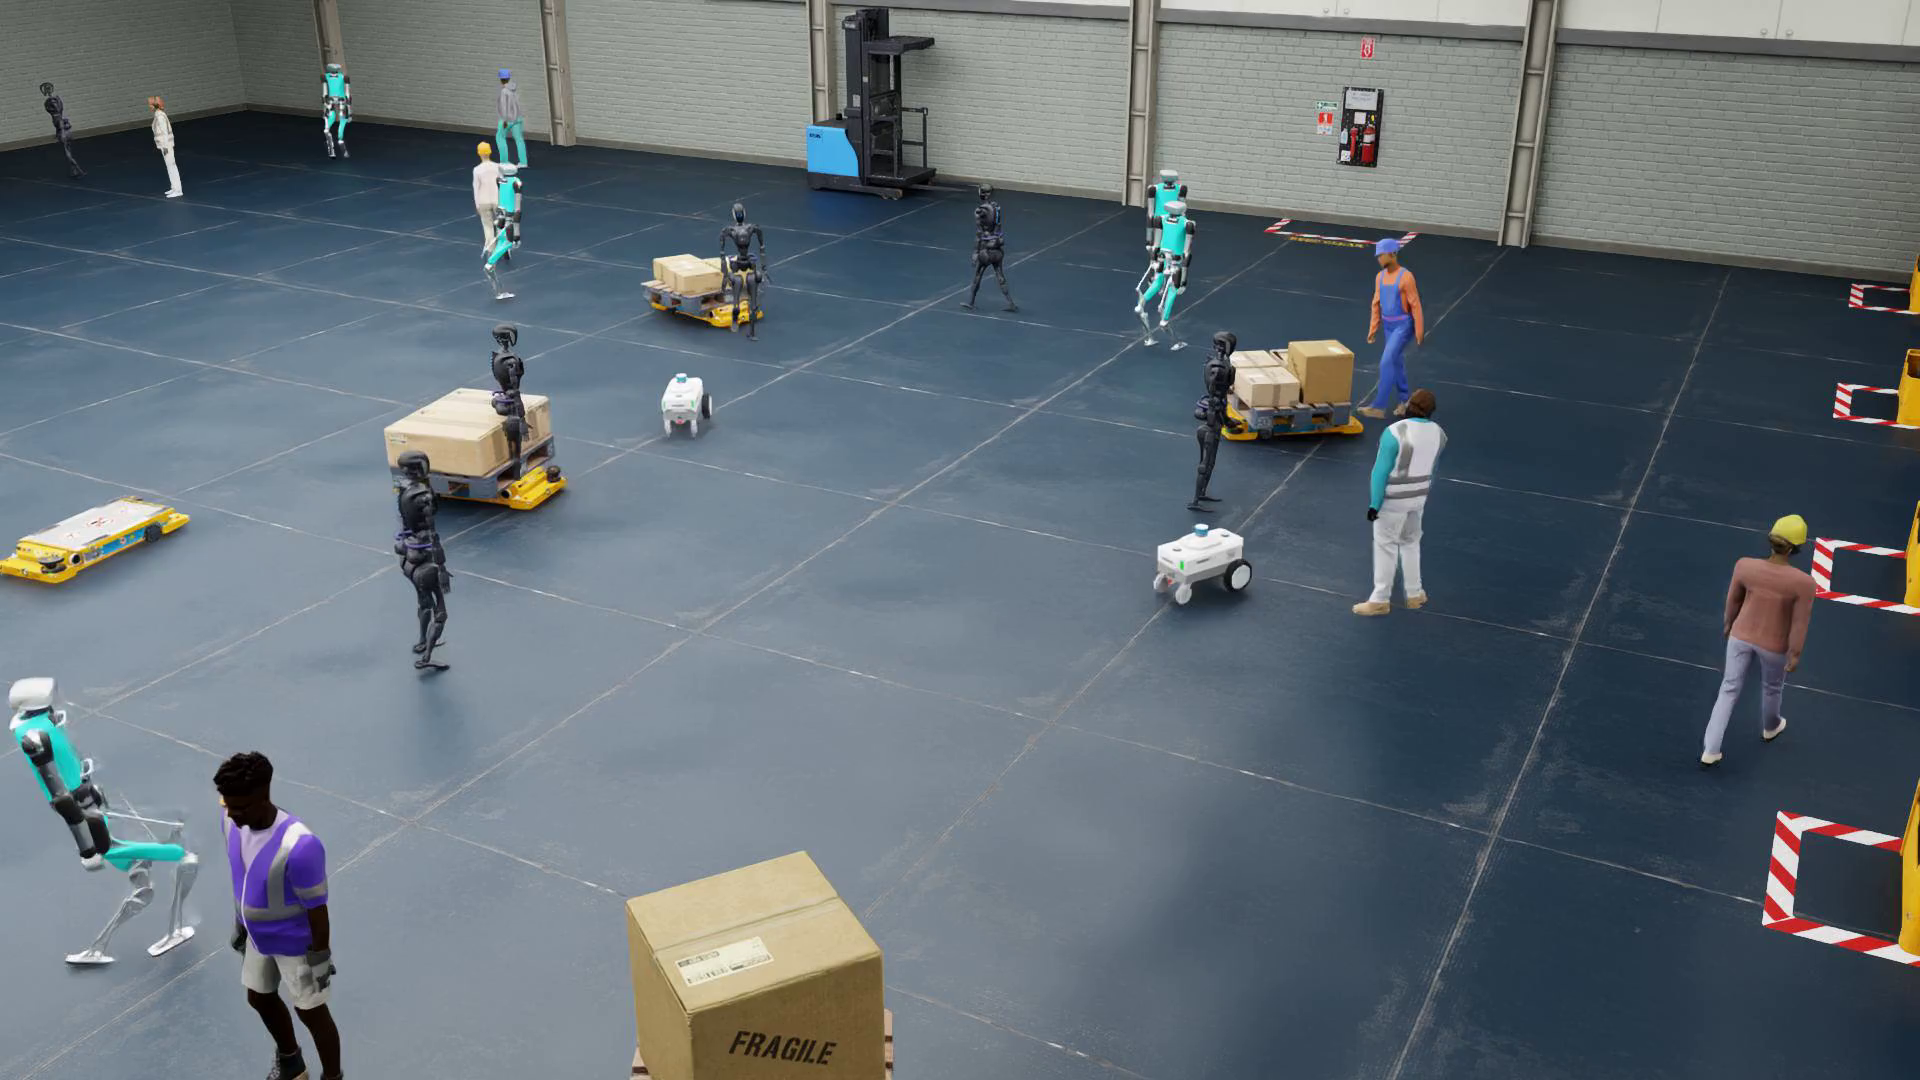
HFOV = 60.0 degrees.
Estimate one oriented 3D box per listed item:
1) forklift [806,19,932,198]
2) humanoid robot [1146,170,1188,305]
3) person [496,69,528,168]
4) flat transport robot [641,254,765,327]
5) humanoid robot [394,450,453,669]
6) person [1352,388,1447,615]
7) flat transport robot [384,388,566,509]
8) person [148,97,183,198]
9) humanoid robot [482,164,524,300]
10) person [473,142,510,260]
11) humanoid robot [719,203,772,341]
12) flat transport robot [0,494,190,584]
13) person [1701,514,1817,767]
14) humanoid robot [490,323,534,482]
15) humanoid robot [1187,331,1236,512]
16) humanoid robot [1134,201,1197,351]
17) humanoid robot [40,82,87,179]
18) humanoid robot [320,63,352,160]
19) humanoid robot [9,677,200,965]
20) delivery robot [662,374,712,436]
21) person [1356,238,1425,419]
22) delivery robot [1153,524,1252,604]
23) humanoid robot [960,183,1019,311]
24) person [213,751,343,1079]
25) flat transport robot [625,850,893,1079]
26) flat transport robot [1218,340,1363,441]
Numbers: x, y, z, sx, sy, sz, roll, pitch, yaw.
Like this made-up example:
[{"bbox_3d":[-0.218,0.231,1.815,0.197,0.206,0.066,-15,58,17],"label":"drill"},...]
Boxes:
[{"bbox_3d":[-1.573,-7.292,27.850,1.873,2.768,1.129,12,26,25],"label":"forklift"},{"bbox_3d":[2.652,-3.783,21.091,0.545,1.734,0.969,-5,24,-12],"label":"humanoid robot"},{"bbox_3d":[-8.149,-7.550,29.857,0.698,1.752,0.567,8,24,18],"label":"person"},{"bbox_3d":[-3.223,-2.971,21.079,1.431,0.231,0.659,20,30,39],"label":"flat transport robot"},{"bbox_3d":[-3.942,0.130,12.084,0.405,1.639,0.600,-19,29,-37],"label":"humanoid robot"},{"bbox_3d":[3.404,-0.282,12.889,0.687,1.805,0.433,-15,27,-31],"label":"person"},{"bbox_3d":[-4.464,-0.544,15.428,1.431,0.231,0.659,7,24,15],"label":"flat transport robot"},{"bbox_3d":[-13.202,-6.530,27.627,0.309,1.638,0.522,-11,26,-24],"label":"person"},{"bbox_3d":[-5.972,-3.868,21.457,0.786,1.871,0.541,-21,31,-39],"label":"humanoid robot"},{"bbox_3d":[-6.578,-4.741,23.402,0.492,1.677,0.552,-6,24,-15],"label":"person"},{"bbox_3d":[-2.574,-3.219,19.876,0.605,1.652,0.417,-9,25,-19],"label":"humanoid robot"},{"bbox_3d":[-7.392,-0.020,14.210,0.659,0.231,1.431,9,25,20],"label":"flat transport robot"},{"bbox_3d":[5.239,0.632,10.858,0.534,1.708,0.918,18,29,36],"label":"person"},{"bbox_3d":[-4.057,-1.155,15.051,0.315,1.657,0.599,-11,25,-23],"label":"humanoid robot"},{"bbox_3d":[2.273,-1.079,14.888,0.331,1.651,0.593,9,25,19],"label":"humanoid robot"},{"bbox_3d":[2.321,-2.989,19.274,0.542,1.781,0.854,17,29,35],"label":"humanoid robot"},{"bbox_3d":[-15.662,-7.148,29.016,0.411,1.639,0.614,-18,29,-35],"label":"humanoid robot"},{"bbox_3d":[-11.483,-7.785,30.510,0.545,1.780,1.029,0,23,-1],"label":"humanoid robot"},{"bbox_3d":[-4.403,1.489,8.879,0.953,1.773,0.544,-11,26,-24],"label":"humanoid robot"},{"bbox_3d":[-2.844,-1.412,17.105,0.499,0.609,0.805,-1,23,-1],"label":"delivery robot"},{"bbox_3d":[4.458,-2.172,17.217,0.765,1.851,0.596,-9,25,-20],"label":"person"},{"bbox_3d":[1.934,0.161,13.415,0.769,0.587,0.499,-15,28,-31],"label":"delivery robot"},{"bbox_3d":[0.374,-3.702,21.057,0.775,1.624,0.610,15,27,30],"label":"humanoid robot"},{"bbox_3d":[-3.168,1.840,7.752,0.634,1.960,0.412,15,28,31],"label":"person"},{"bbox_3d":[-0.913,2.773,7.706,0.659,0.231,1.431,-1,23,-2],"label":"flat transport robot"},{"bbox_3d":[3.330,-1.263,17.104,1.431,0.231,0.659,-4,24,-9],"label":"flat transport robot"}]
